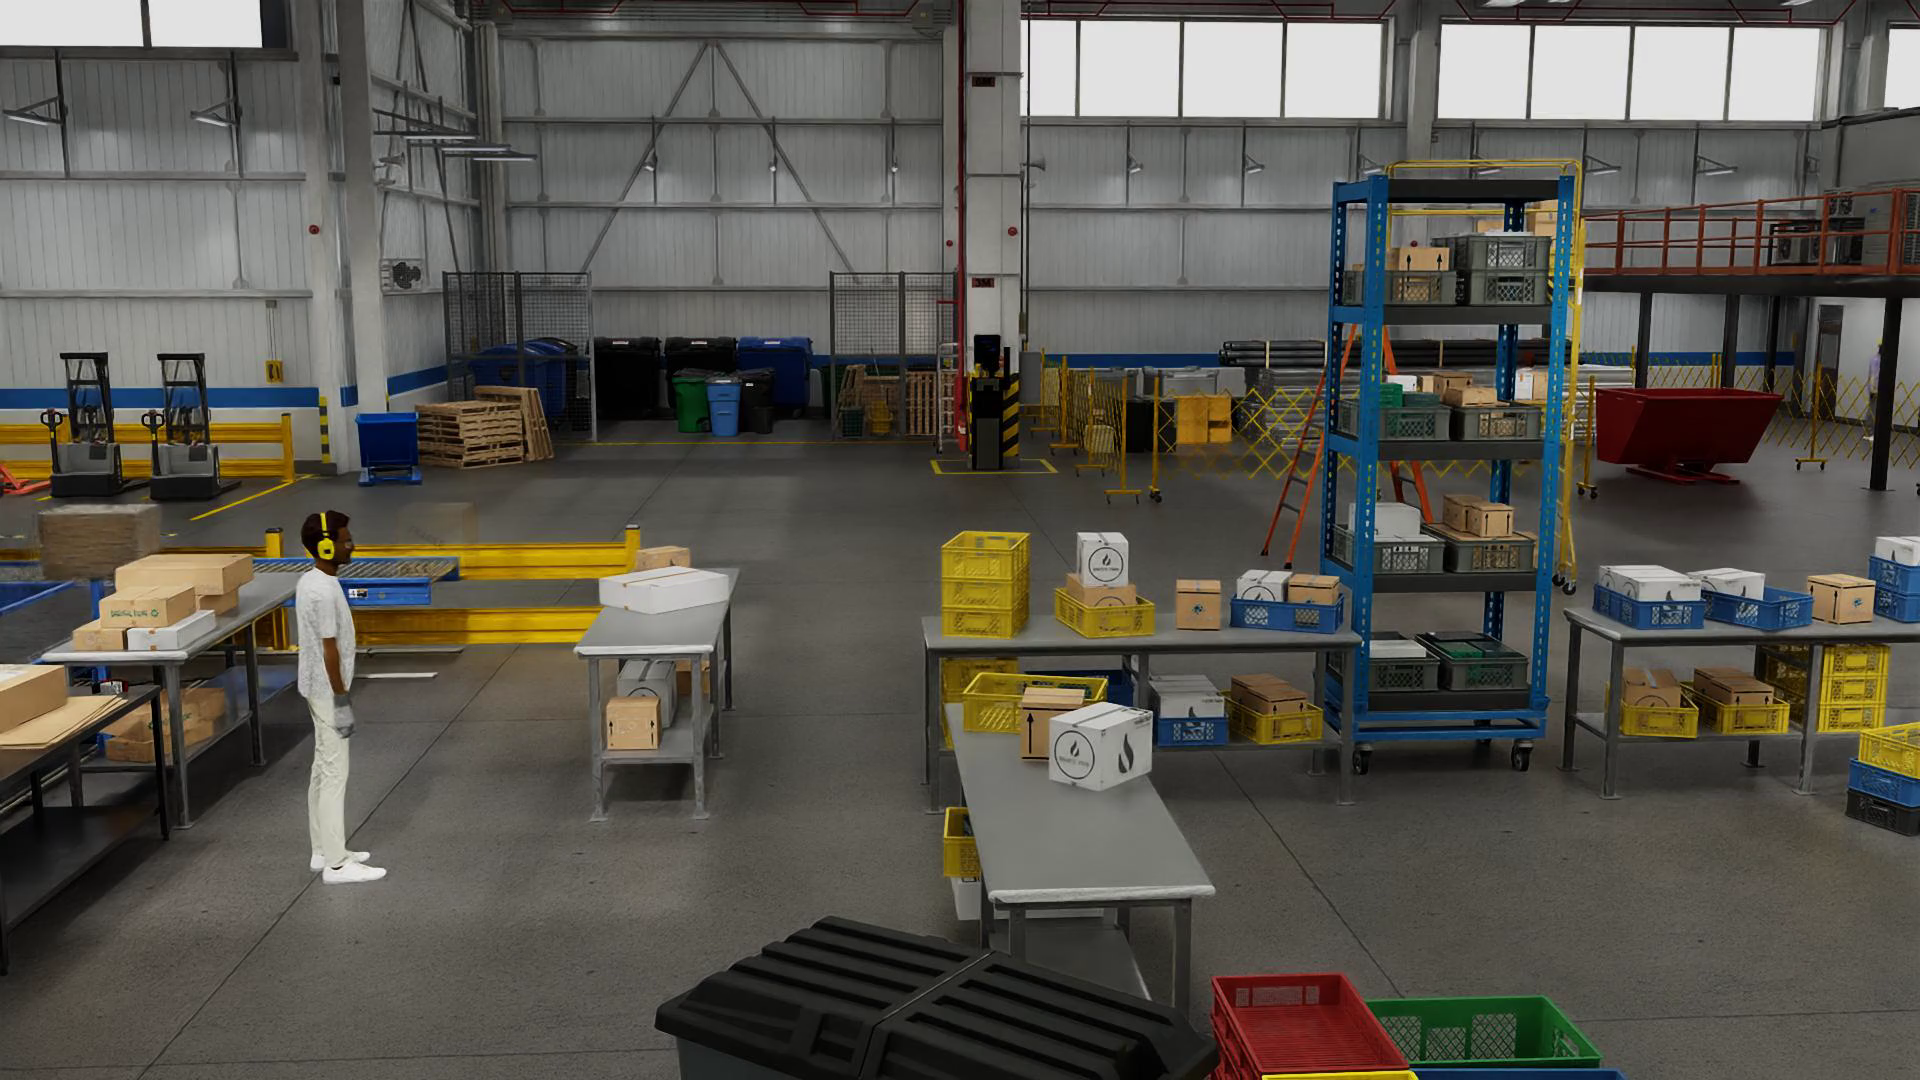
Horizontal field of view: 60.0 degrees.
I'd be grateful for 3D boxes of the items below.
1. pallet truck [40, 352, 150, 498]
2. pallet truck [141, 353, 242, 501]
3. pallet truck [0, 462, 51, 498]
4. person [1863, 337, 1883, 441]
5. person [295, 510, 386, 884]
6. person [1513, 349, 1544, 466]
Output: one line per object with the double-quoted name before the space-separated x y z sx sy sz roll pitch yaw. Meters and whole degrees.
"pallet truck" -11.907 -1.642 23.165 0.823 1.965 1.885 0 9 0
"pallet truck" -10.520 -1.604 22.925 0.823 1.965 1.885 -1 9 -6
"pallet truck" -13.193 -1.293 23.148 0.653 1.274 1.630 -1 9 -4
"person" 16.867 -2.778 30.519 0.592 1.923 0.381 -9 13 -44
"person" -3.140 0.781 8.345 0.327 1.874 0.518 -5 11 -31
"person" 8.922 -2.075 26.289 0.593 1.871 0.603 -6 11 -32
